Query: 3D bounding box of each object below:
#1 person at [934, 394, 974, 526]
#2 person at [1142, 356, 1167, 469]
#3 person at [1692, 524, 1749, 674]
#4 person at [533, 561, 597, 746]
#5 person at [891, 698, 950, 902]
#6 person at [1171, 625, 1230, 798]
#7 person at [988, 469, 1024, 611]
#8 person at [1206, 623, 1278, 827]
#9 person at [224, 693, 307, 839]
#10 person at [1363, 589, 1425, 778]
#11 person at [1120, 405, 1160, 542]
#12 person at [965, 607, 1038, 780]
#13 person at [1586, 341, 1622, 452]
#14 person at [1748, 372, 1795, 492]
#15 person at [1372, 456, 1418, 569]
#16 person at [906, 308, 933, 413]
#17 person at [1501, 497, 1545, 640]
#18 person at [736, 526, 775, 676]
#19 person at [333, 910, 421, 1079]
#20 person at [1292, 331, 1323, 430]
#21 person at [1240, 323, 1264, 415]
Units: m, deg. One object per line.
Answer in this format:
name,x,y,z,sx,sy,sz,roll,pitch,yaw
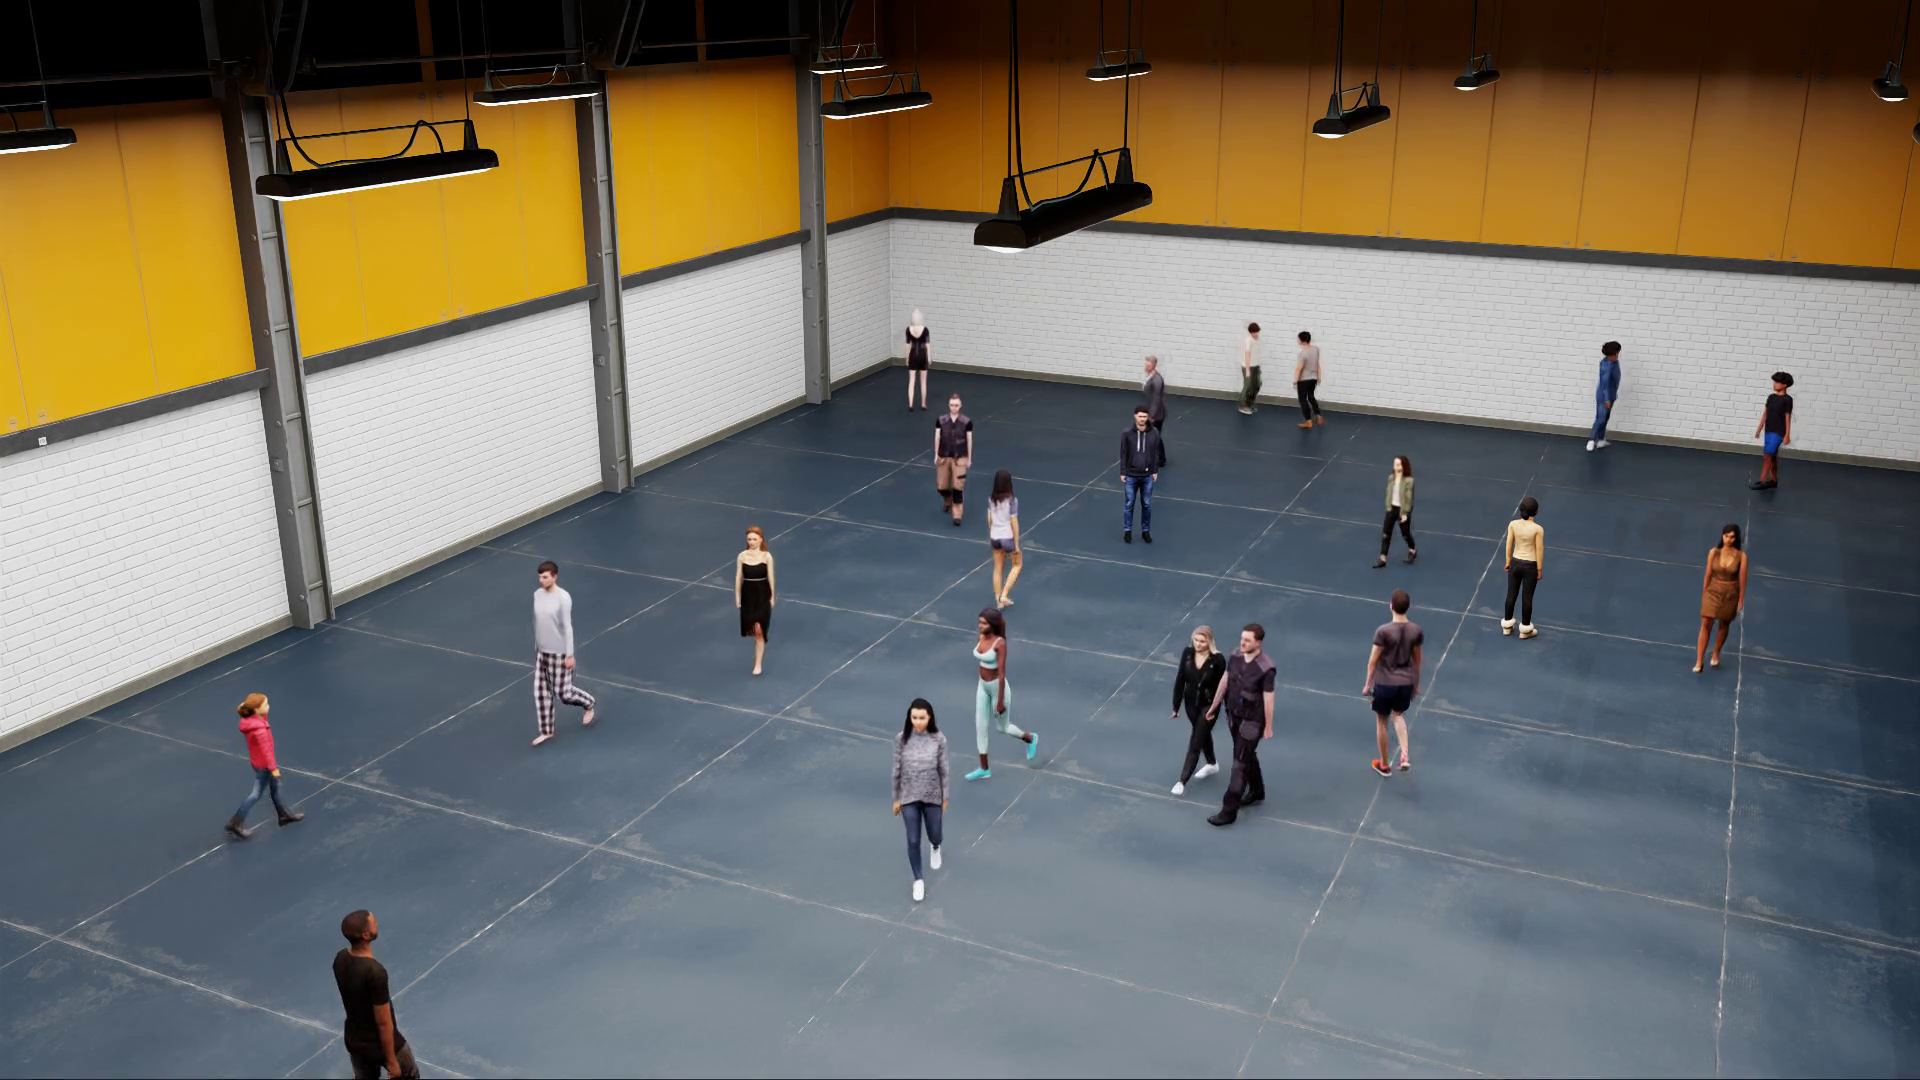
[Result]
person,-0.079,-1.143,22.988,0.819,1.825,0.926,3,19,9
person,2.995,-1.959,25.449,0.947,1.801,0.869,-1,19,-4
person,8.283,0.612,18.029,0.654,1.664,0.938,11,21,29
person,-3.954,1.073,16.402,0.706,1.829,0.978,11,22,30
person,-0.314,2.071,13.613,0.778,1.718,0.898,1,19,3
person,2.283,1.534,15.334,0.782,1.637,1.147,14,23,35
person,0.478,0.023,19.685,0.647,1.723,0.627,13,22,33
person,2.611,1.589,14.884,1.147,1.821,1.053,-10,21,-27
person,-6.171,1.986,14.529,0.946,1.294,0.841,-8,20,-24
person,4.059,1.382,15.464,0.841,1.841,0.899,-4,19,-13
person,2.393,-0.901,22.172,0.751,1.888,0.728,0,19,0
person,0.380,1.422,15.557,1.072,1.707,0.881,-12,22,-32
person,10.331,-2.328,26.562,0.917,1.791,0.590,7,20,19
person,12.023,-1.583,24.376,0.944,1.774,0.901,-5,19,-14
person,5.652,-0.354,21.238,1.058,1.446,0.822,-16,24,-39
person,-0.727,-3.121,28.854,0.654,1.830,0.627,3,19,9
person,6.426,0.303,18.955,0.658,1.659,0.646,15,24,38
person,-2.202,0.613,18.121,0.798,1.603,1.027,1,19,2
person,-3.709,3.149,10.292,0.719,1.795,0.660,12,22,32
person,5.828,-2.658,27.743,0.735,1.663,0.888,-7,20,-21
person,5.011,-2.959,28.705,0.786,1.619,0.729,16,24,39
